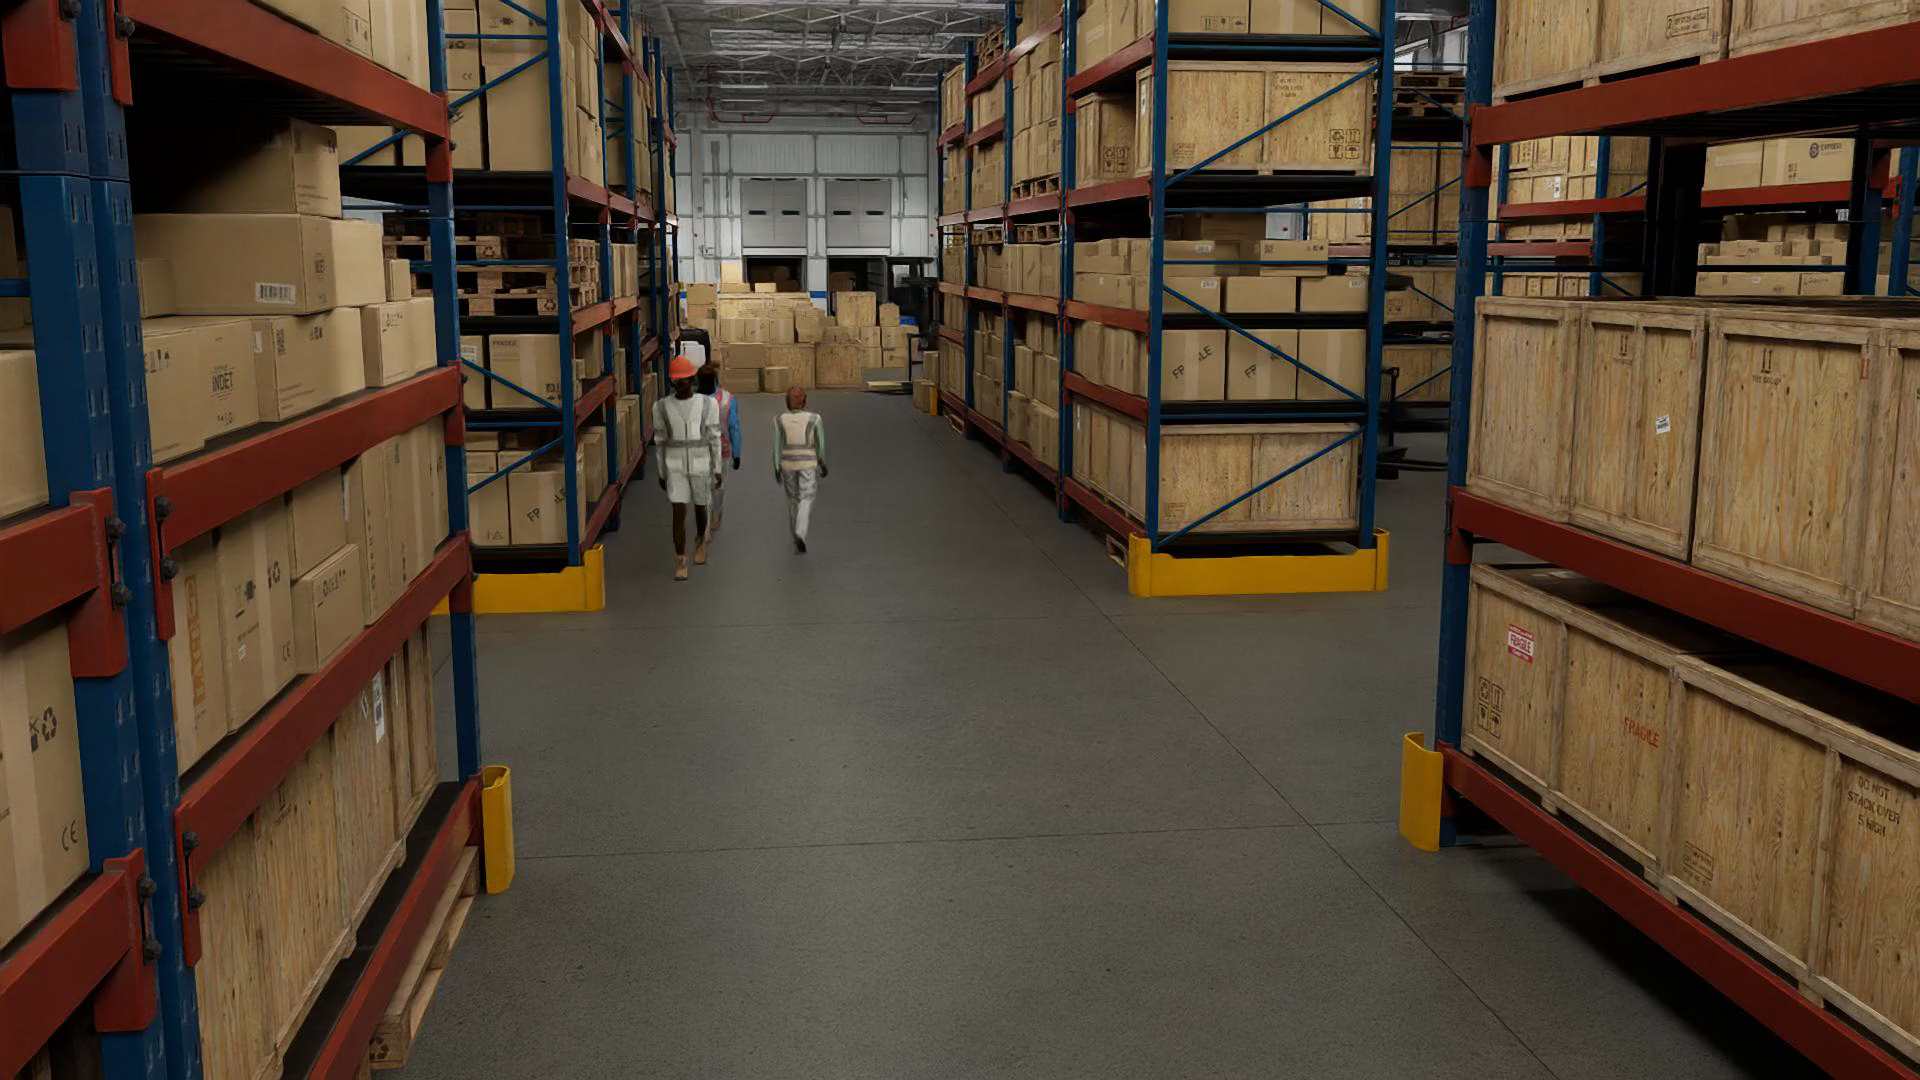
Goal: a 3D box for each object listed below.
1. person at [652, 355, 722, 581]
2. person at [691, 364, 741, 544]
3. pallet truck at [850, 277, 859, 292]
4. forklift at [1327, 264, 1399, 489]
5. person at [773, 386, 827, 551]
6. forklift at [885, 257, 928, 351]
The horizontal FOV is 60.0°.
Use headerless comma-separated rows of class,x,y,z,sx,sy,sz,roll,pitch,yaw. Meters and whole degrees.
person,-2.470,-0.683,15.099,0.612,2.010,0.951,-2,10,-9
person,-2.556,-0.908,17.009,0.625,1.808,0.910,-1,10,-7
pallet truck,-3.782,-9.391,65.808,1.885,1.965,0.823,2,10,10
forklift,4.510,-2.154,21.106,1.873,2.768,1.129,8,12,38
person,-1.596,-0.709,16.392,0.519,1.608,0.762,2,10,9
forklift,-1.713,-6.905,48.766,1.129,2.768,1.873,5,11,26
